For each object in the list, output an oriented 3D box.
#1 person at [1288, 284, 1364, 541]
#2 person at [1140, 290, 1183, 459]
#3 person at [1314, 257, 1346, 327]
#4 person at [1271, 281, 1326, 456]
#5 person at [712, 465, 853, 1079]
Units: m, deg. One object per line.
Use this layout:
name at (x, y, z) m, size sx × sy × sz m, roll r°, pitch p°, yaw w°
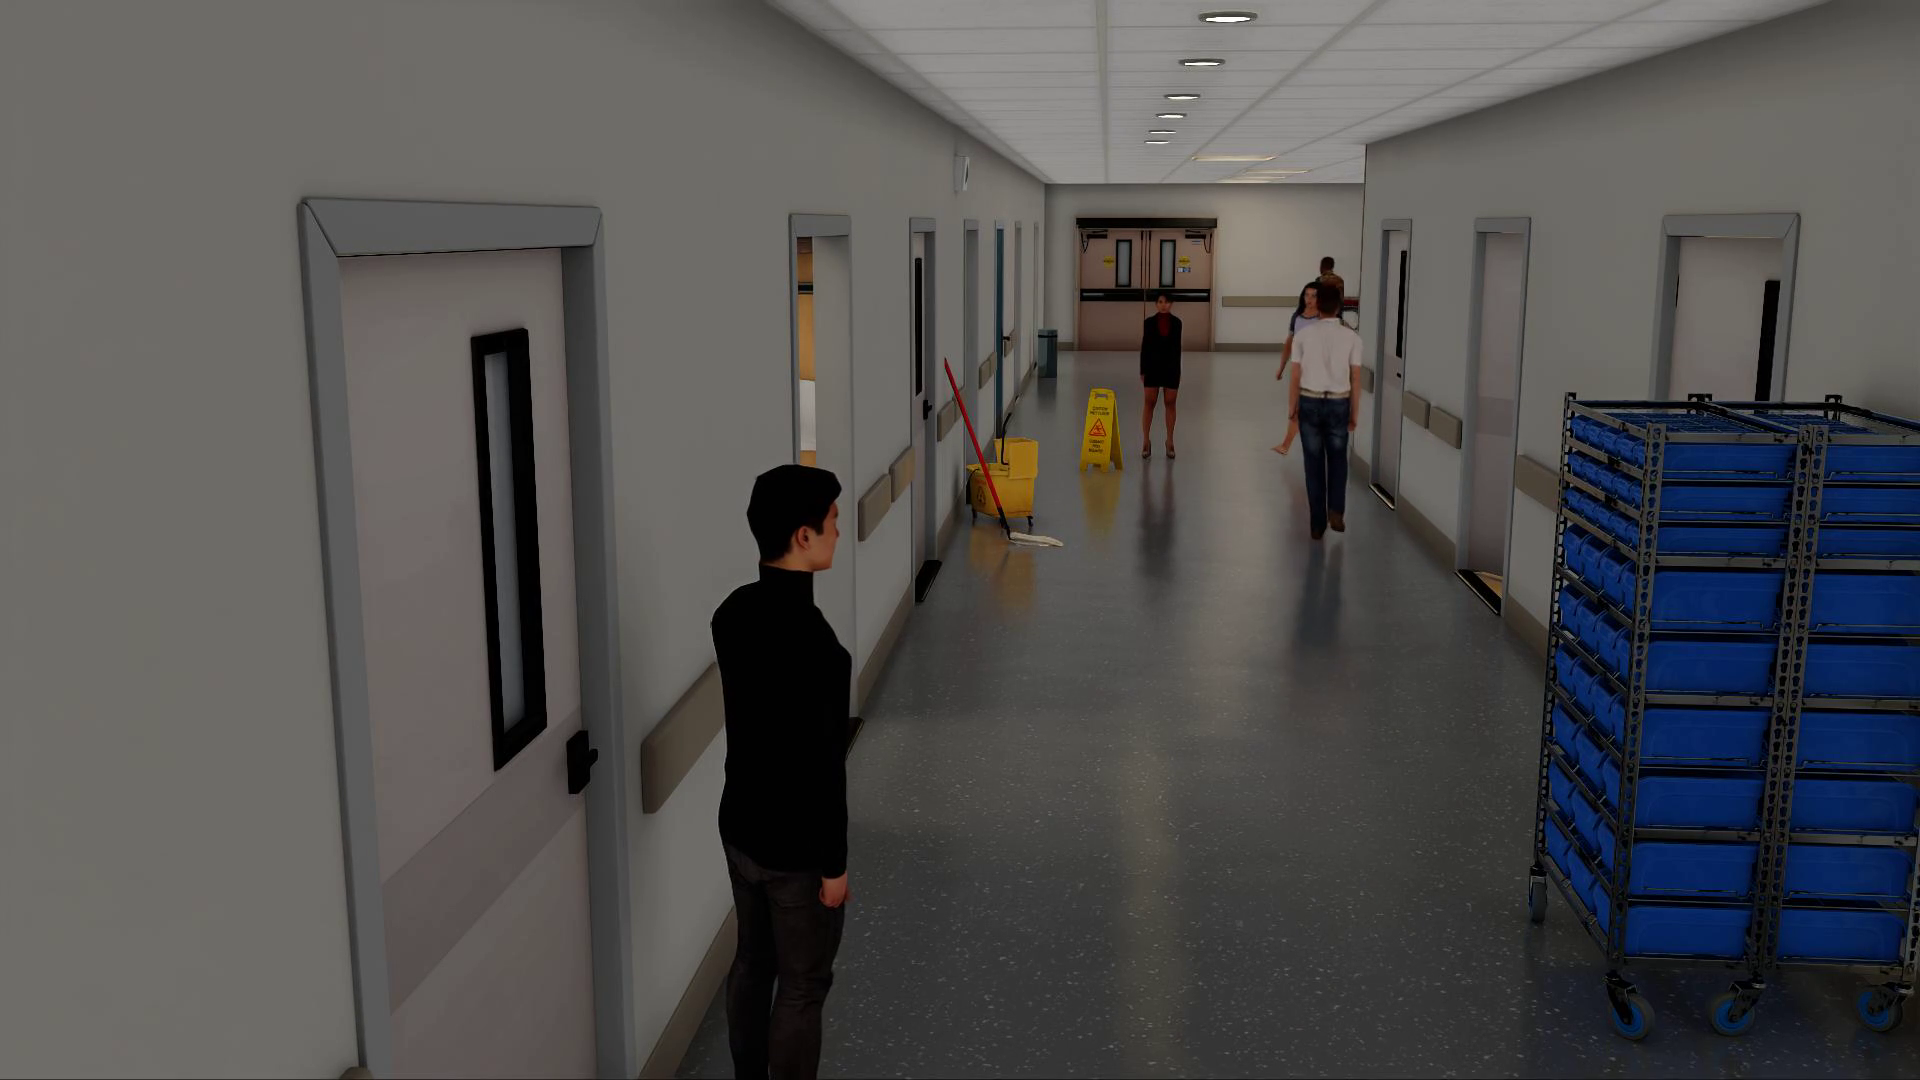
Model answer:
person at (2.626, -0.911, 12.015) m, size 0.650 × 1.841 × 0.661 m, roll 1°, pitch 11°, yaw 7°
person at (1.975, -1.627, 16.331) m, size 0.567 × 1.640 × 0.626 m, roll 0°, pitch 11°, yaw 2°
person at (5.233, -3.056, 23.384) m, size 1.043 × 1.776 × 1.134 m, roll -8°, pitch 13°, yaw -35°
person at (3.465, -1.646, 16.357) m, size 1.203 × 1.666 × 1.137 m, roll -9°, pitch 14°, yaw -40°
person at (-0.427, 0.669, 4.008) m, size 0.776 × 1.722 × 0.698 m, roll -8°, pitch 13°, yaw -36°
